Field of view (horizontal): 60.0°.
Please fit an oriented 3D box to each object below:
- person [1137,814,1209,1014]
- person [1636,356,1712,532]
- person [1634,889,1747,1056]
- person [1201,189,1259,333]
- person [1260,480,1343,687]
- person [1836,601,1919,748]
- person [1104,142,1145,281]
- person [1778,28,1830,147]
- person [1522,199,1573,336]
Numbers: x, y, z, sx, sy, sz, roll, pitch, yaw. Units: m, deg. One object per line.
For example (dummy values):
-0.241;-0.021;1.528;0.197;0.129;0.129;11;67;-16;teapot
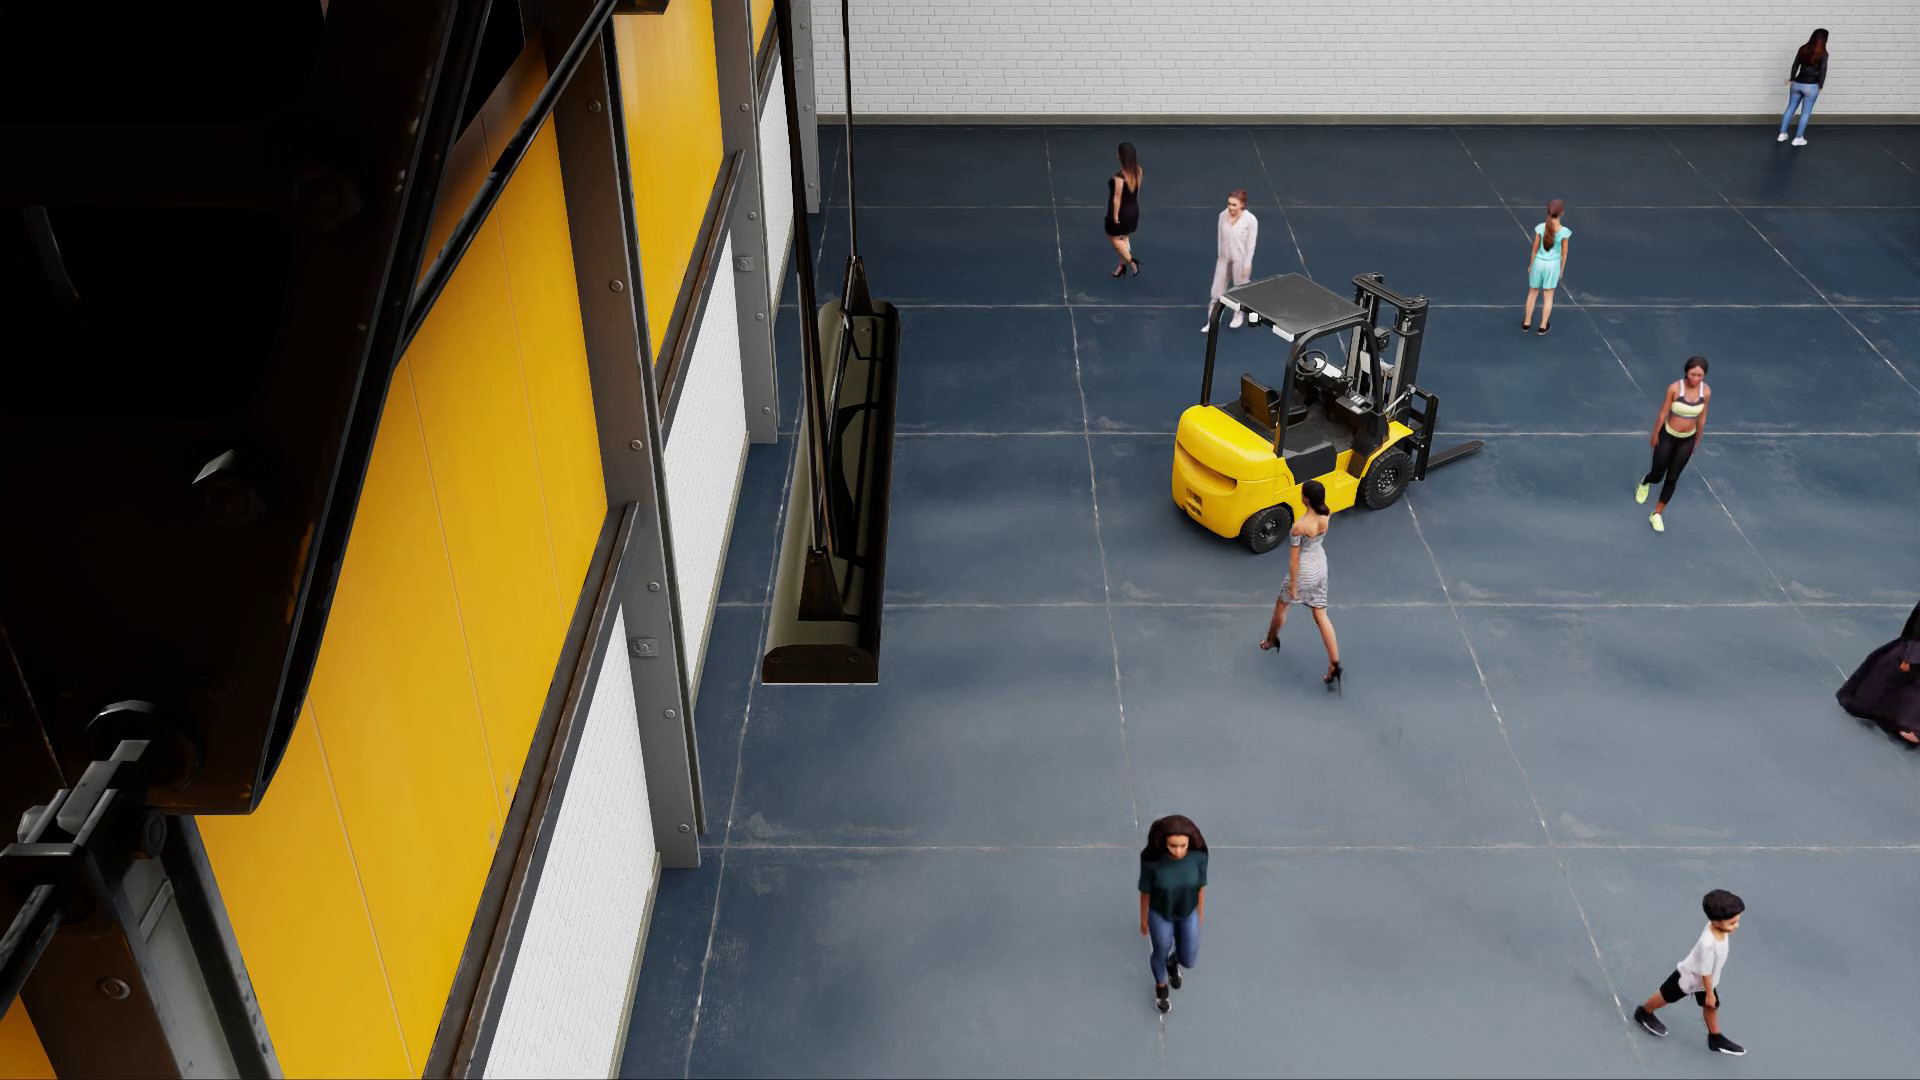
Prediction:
1.325;2.290;10.501;0.615;1.607;0.639;-3;34;-4;person
6.544;-0.943;15.242;0.615;1.741;0.817;4;34;6;person
4.514;2.647;10.309;0.898;1.223;0.871;26;41;33;person
3.126;-3.160;18.650;0.894;1.662;1.004;18;38;25;person
2.842;0.368;13.241;0.980;1.773;1.156;-20;39;-27;person
7.395;0.871;12.637;0.895;1.605;1.083;-16;37;-22;person
1.996;-3.829;19.617;0.956;1.705;0.897;28;43;35;person
12.013;-6.449;23.624;0.793;1.633;0.698;-22;39;-29;person
6.556;-3.063;18.598;0.628;1.558;0.649;16;37;22;person
